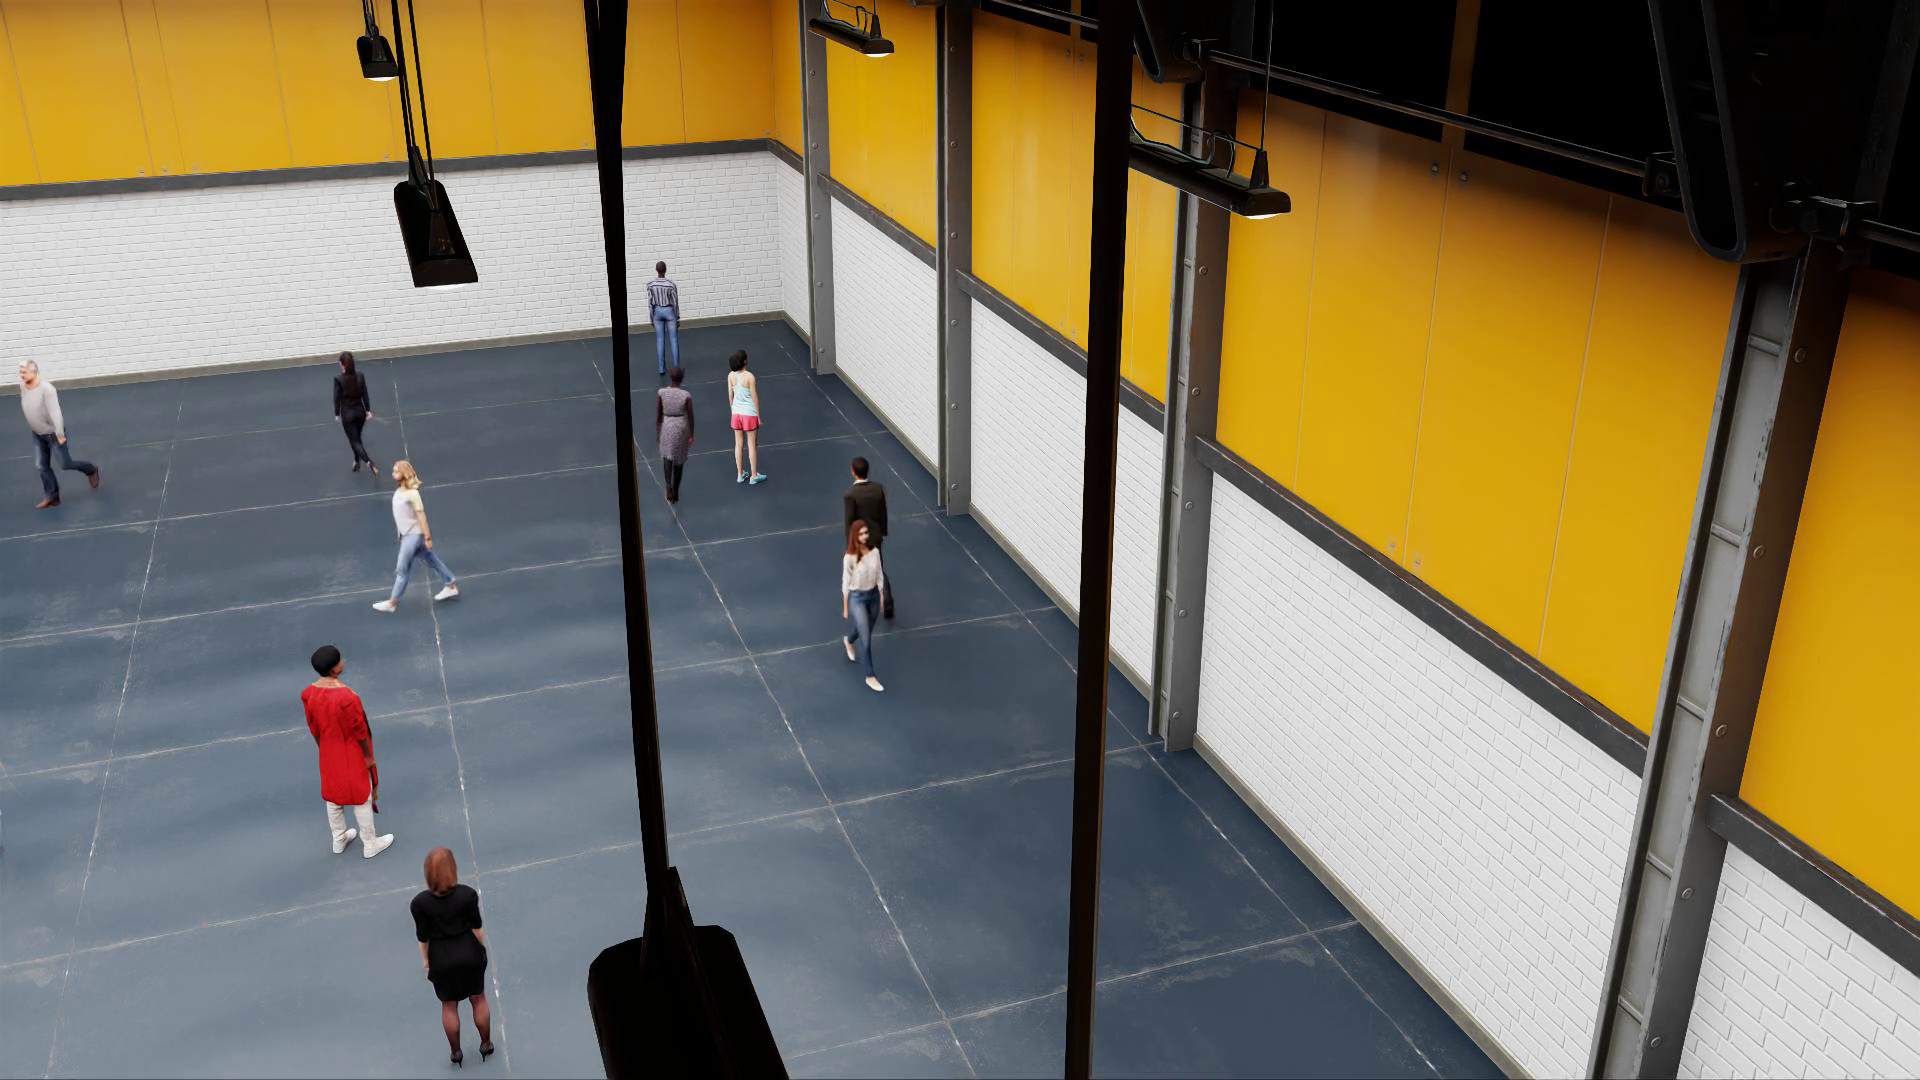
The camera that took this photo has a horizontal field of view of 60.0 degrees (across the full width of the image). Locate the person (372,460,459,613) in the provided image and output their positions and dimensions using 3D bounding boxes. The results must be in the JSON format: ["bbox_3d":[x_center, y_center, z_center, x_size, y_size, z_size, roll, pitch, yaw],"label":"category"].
[{"bbox_3d":[-5.779,-0.043,17.859,0.953,1.658,1.183,-17,29,-34],"label":"person"}]

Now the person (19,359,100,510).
[{"bbox_3d":[-11.208,-1.355,20.579,1.153,1.885,1.232,10,25,21],"label":"person"}]

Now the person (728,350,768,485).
[{"bbox_3d":[-2.745,-1.583,21.250,0.703,1.765,0.763,11,26,23],"label":"person"}]

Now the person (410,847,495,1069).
[{"bbox_3d":[-3.407,2.827,11.237,0.587,1.705,0.493,-7,25,-17],"label":"person"}]

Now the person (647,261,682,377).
[{"bbox_3d":[-4.479,-3.360,25.276,0.687,1.796,0.648,0,24,1],"label":"person"}]

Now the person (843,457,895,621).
[{"bbox_3d":[-0.955,0.011,17.602,0.857,1.765,1.198,-14,27,-28],"label":"person"}]

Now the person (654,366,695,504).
[{"bbox_3d":[-3.515,-1.236,20.451,0.808,1.769,0.915,-1,24,-2],"label":"person"}]

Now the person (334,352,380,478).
[{"bbox_3d":[-7.730,-1.552,21.277,0.865,1.686,1.129,-21,31,-39],"label":"person"}]

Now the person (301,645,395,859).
[{"bbox_3d":[-5.032,1.720,13.544,0.777,1.885,0.803,7,24,15],"label":"person"}]

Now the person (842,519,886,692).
[{"bbox_3d":[-0.993,0.581,16.379,0.761,1.701,1.153,-15,28,-31],"label":"person"}]
